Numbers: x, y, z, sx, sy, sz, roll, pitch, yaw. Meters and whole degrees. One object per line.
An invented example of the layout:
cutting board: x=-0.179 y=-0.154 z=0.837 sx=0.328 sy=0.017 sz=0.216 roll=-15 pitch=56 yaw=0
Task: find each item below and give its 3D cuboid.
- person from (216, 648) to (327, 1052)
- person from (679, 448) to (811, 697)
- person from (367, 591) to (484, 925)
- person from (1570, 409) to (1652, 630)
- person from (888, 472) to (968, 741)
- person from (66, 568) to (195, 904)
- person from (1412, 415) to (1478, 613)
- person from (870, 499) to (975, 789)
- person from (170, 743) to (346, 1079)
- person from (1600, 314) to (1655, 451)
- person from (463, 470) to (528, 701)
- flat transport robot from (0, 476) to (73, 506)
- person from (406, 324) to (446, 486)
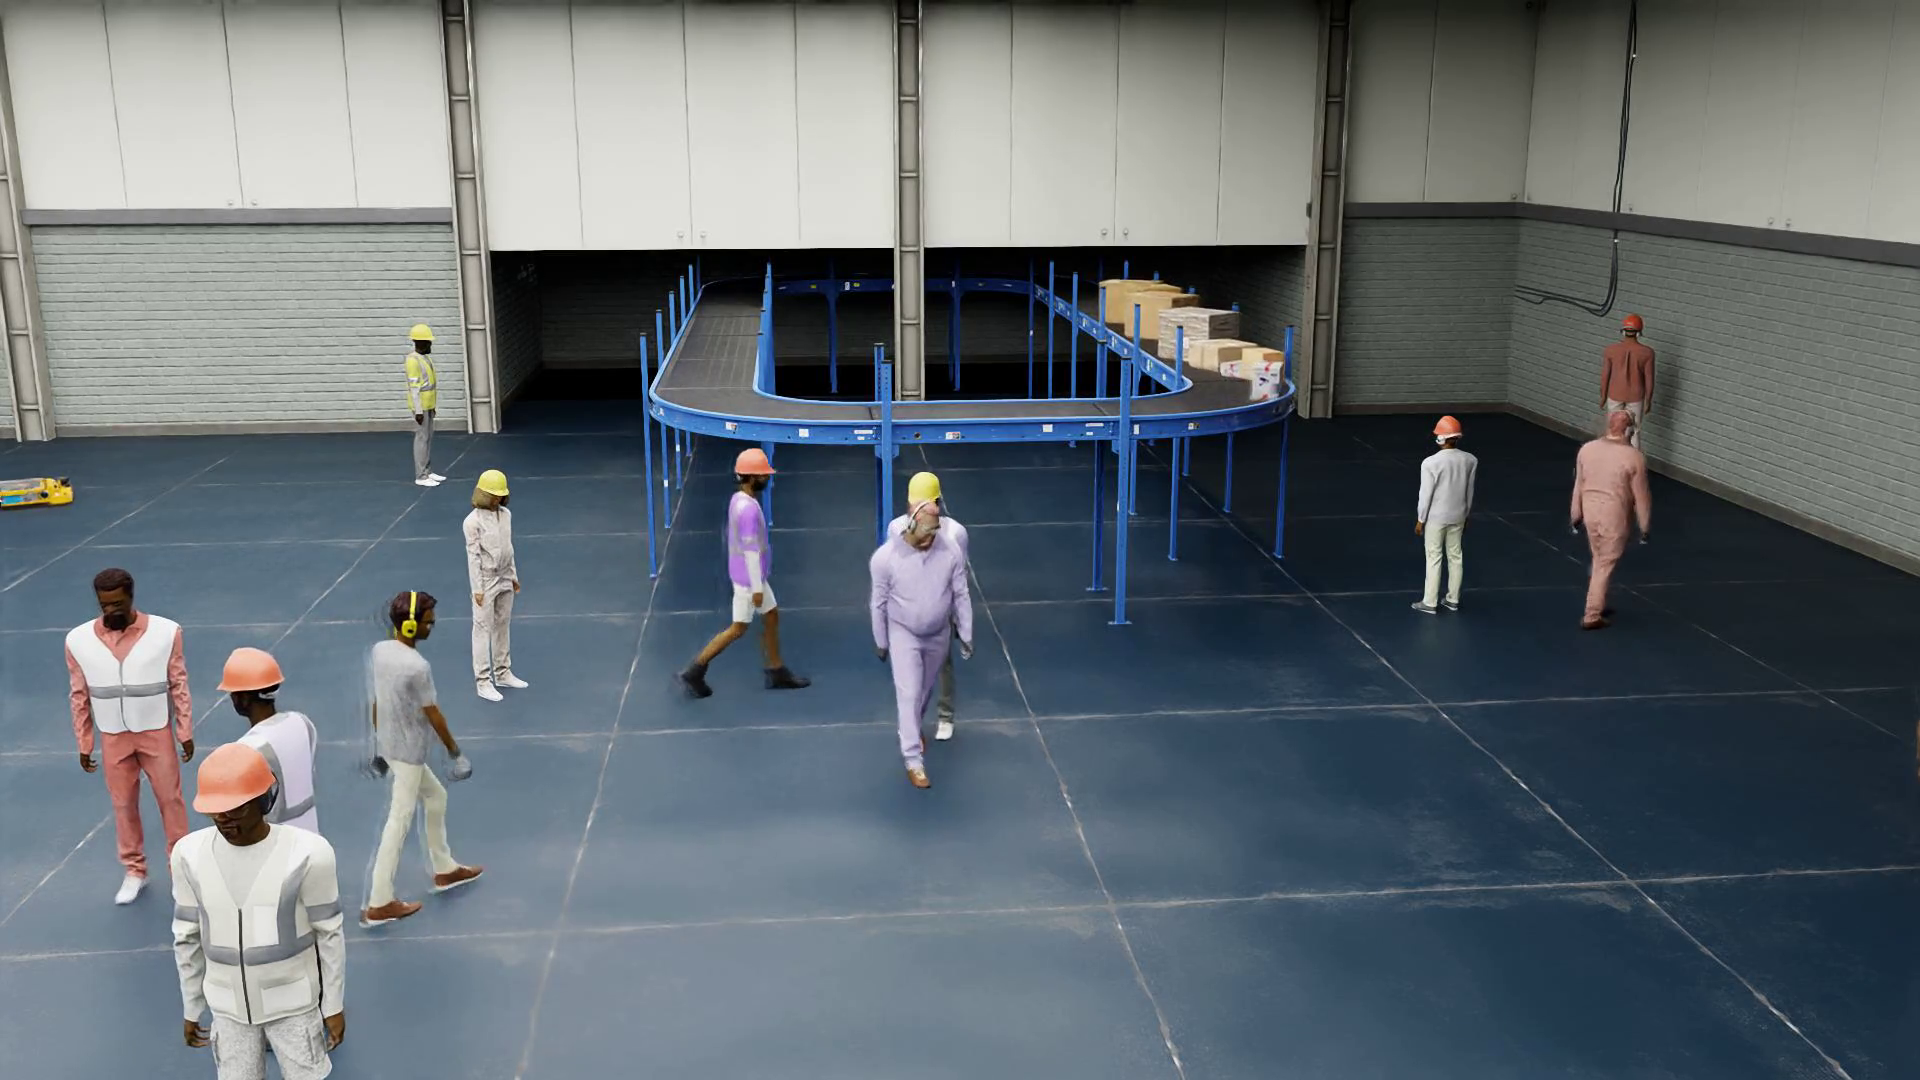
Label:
person: x=-3.167 y=1.428 z=7.683 sx=0.393 sy=1.929 sz=0.544 roll=2 pitch=14 yaw=9
person: x=-1.650 y=0.250 z=12.454 sx=0.946 sy=1.904 sz=0.553 roll=-2 pitch=14 yaw=-9
person: x=-2.904 y=1.142 z=9.022 sx=0.876 sy=1.822 sz=0.523 roll=-12 pitch=19 yaw=-40
person: x=5.615 y=-0.183 z=14.214 sx=0.797 sy=1.875 sz=0.676 roll=-9 pitch=16 yaw=-31
person: x=-0.236 y=0.460 z=11.576 sx=0.587 sy=1.918 sz=0.399 roll=5 pitch=15 yaw=19
person: x=-4.548 y=1.062 z=9.181 sx=0.598 sy=1.910 sz=0.403 roll=-4 pitch=15 yaw=-16
person: x=4.255 y=-0.226 z=14.634 sx=0.560 sy=1.756 sz=0.318 roll=-5 pitch=15 yaw=-21
person: x=-0.282 y=0.610 z=11.084 sx=0.642 sy=1.864 sz=0.922 roll=-7 pitch=15 yaw=-25
person: x=-2.622 y=1.726 z=6.242 sx=0.615 sy=2.042 sz=0.372 roll=-1 pitch=14 yaw=-2
person: x=8.089 y=-1.735 z=20.186 sx=0.609 sy=1.996 sz=0.379 roll=8 pitch=16 yaw=28
person: x=-3.477 y=0.325 z=12.478 sx=0.311 sy=1.735 sz=0.484 roll=6 pitch=15 yaw=22
flat transport robot: x=-10.853 y=-0.511 z=18.792 sx=1.431 sy=0.197 sz=0.652 roll=-8 pitch=16 yaw=-29
person: x=-6.373 y=-1.611 z=19.830 sx=0.378 sy=1.925 sz=0.594 roll=-1 pitch=14 yaw=-3
